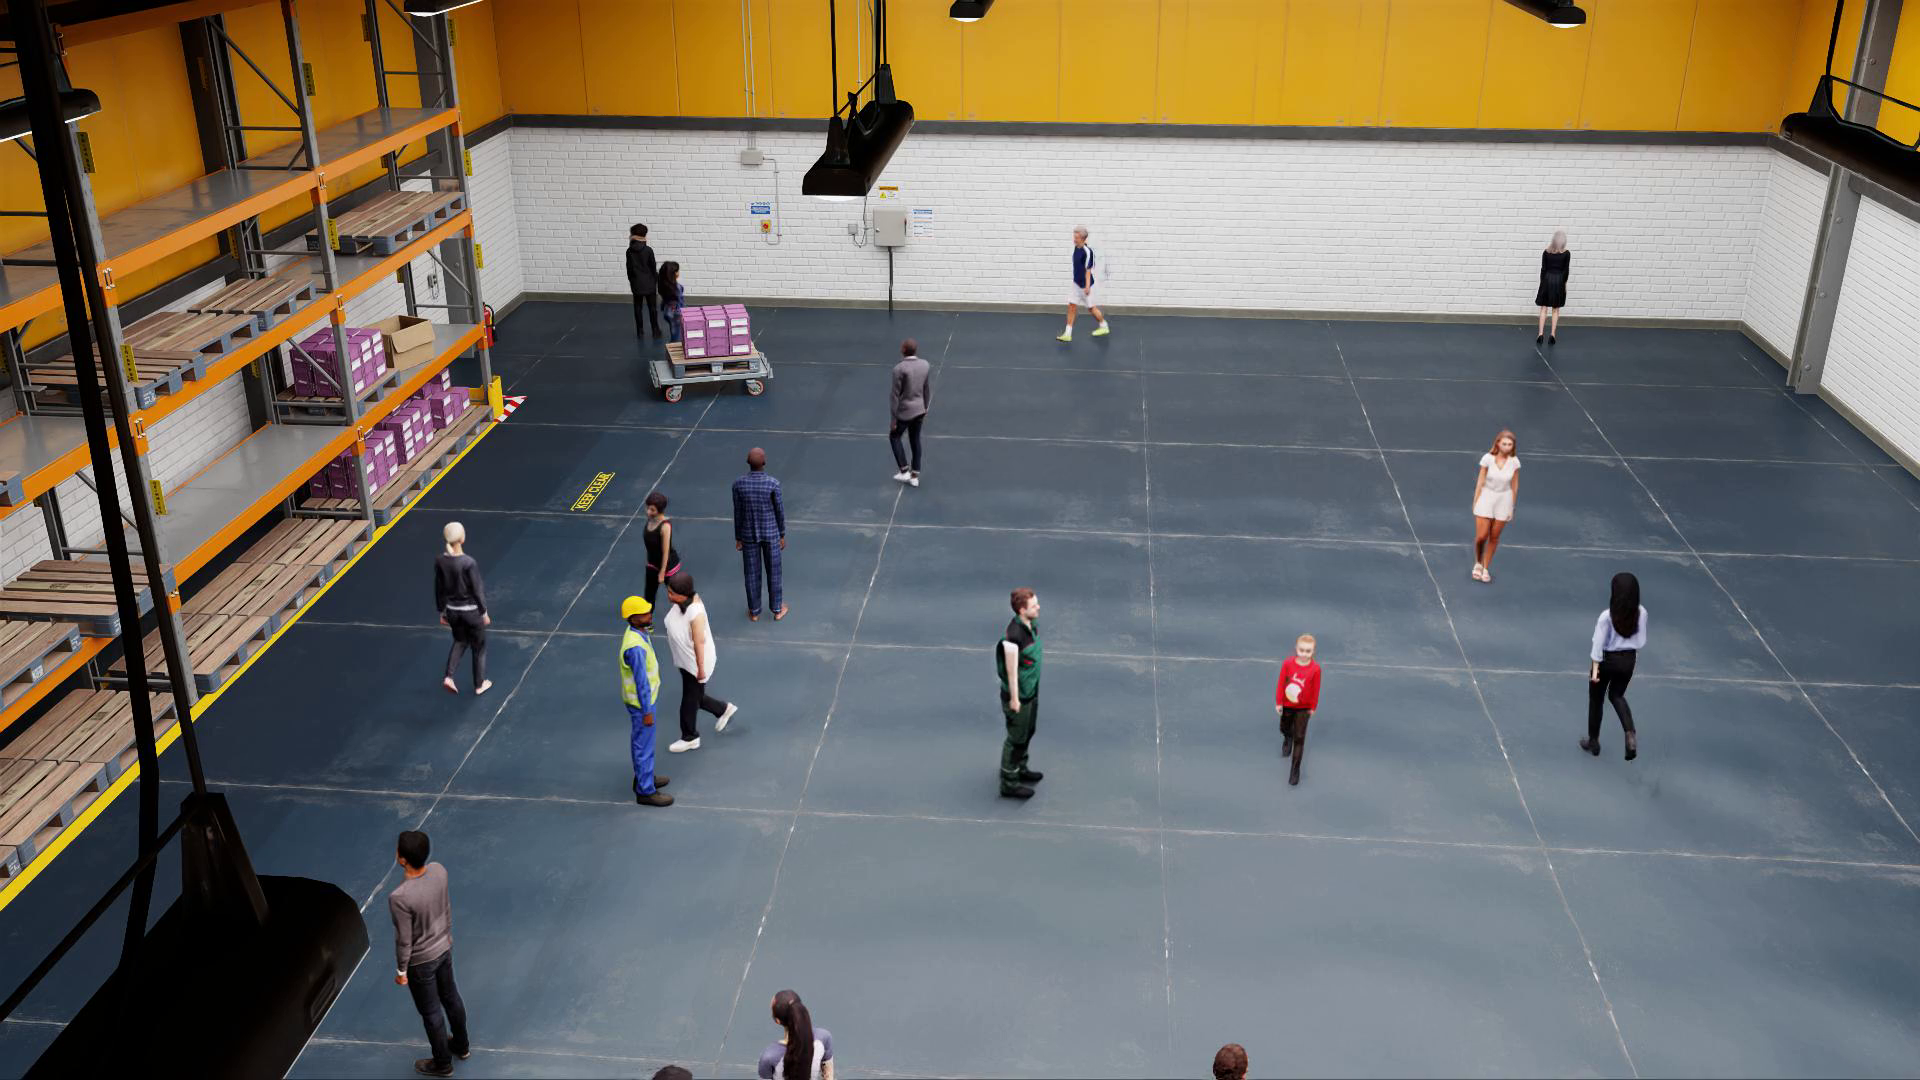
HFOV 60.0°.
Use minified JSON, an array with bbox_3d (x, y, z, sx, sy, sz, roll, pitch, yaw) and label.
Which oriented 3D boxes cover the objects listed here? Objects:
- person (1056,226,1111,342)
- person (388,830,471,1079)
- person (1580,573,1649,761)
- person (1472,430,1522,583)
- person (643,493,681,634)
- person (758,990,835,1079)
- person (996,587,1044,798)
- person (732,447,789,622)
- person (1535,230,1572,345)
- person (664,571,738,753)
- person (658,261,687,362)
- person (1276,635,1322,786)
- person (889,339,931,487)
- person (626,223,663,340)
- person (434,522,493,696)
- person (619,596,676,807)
[{"bbox_3d":[1.950,-3.901,25.371,1.104,1.784,1.190,-8,25,-18],"label":"person"},{"bbox_3d":[-3.364,2.607,10.505,0.569,1.767,0.770,-21,31,-40],"label":"person"},{"bbox_3d":[5.546,1.117,13.960,0.793,1.729,0.955,-5,24,-11],"label":"person"},{"bbox_3d":[5.596,-0.392,17.465,0.584,1.686,0.615,4,24,8],"label":"person"},{"bbox_3d":[-2.873,0.208,16.309,0.957,1.514,0.876,-16,28,-32],"label":"person"},{"bbox_3d":[-0.871,3.243,9.223,0.881,1.627,0.973,-13,27,-28],"label":"person"},{"bbox_3d":[0.494,1.221,13.582,0.740,1.841,0.575,7,25,16],"label":"person"},{"bbox_3d":[-1.986,-0.064,16.551,0.688,1.818,0.623,-1,24,-2],"label":"person"},{"bbox_3d":[9.014,-3.846,25.289,0.653,1.748,0.643,8,25,18],"label":"person"},{"bbox_3d":[-2.244,1.012,14.277,0.934,1.668,0.944,-9,25,-20],"label":"person"},{"bbox_3d":[-4.205,-3.221,24.026,0.784,1.615,0.720,-18,29,-35],"label":"person"},{"bbox_3d":[2.829,1.361,13.984,0.639,1.262,0.926,8,25,18],"label":"person"},{"bbox_3d":[-0.557,-1.486,19.817,0.867,1.807,0.890,-14,27,-29],"label":"person"},{"bbox_3d":[-4.863,-3.969,25.534,0.619,1.777,0.600,1,24,2],"label":"person"},{"bbox_3d":[-4.514,0.660,15.024,0.708,1.714,0.812,8,25,17],"label":"person"},{"bbox_3d":[-2.579,1.276,13.492,0.778,1.813,0.613,-4,24,-9],"label":"person"}]
